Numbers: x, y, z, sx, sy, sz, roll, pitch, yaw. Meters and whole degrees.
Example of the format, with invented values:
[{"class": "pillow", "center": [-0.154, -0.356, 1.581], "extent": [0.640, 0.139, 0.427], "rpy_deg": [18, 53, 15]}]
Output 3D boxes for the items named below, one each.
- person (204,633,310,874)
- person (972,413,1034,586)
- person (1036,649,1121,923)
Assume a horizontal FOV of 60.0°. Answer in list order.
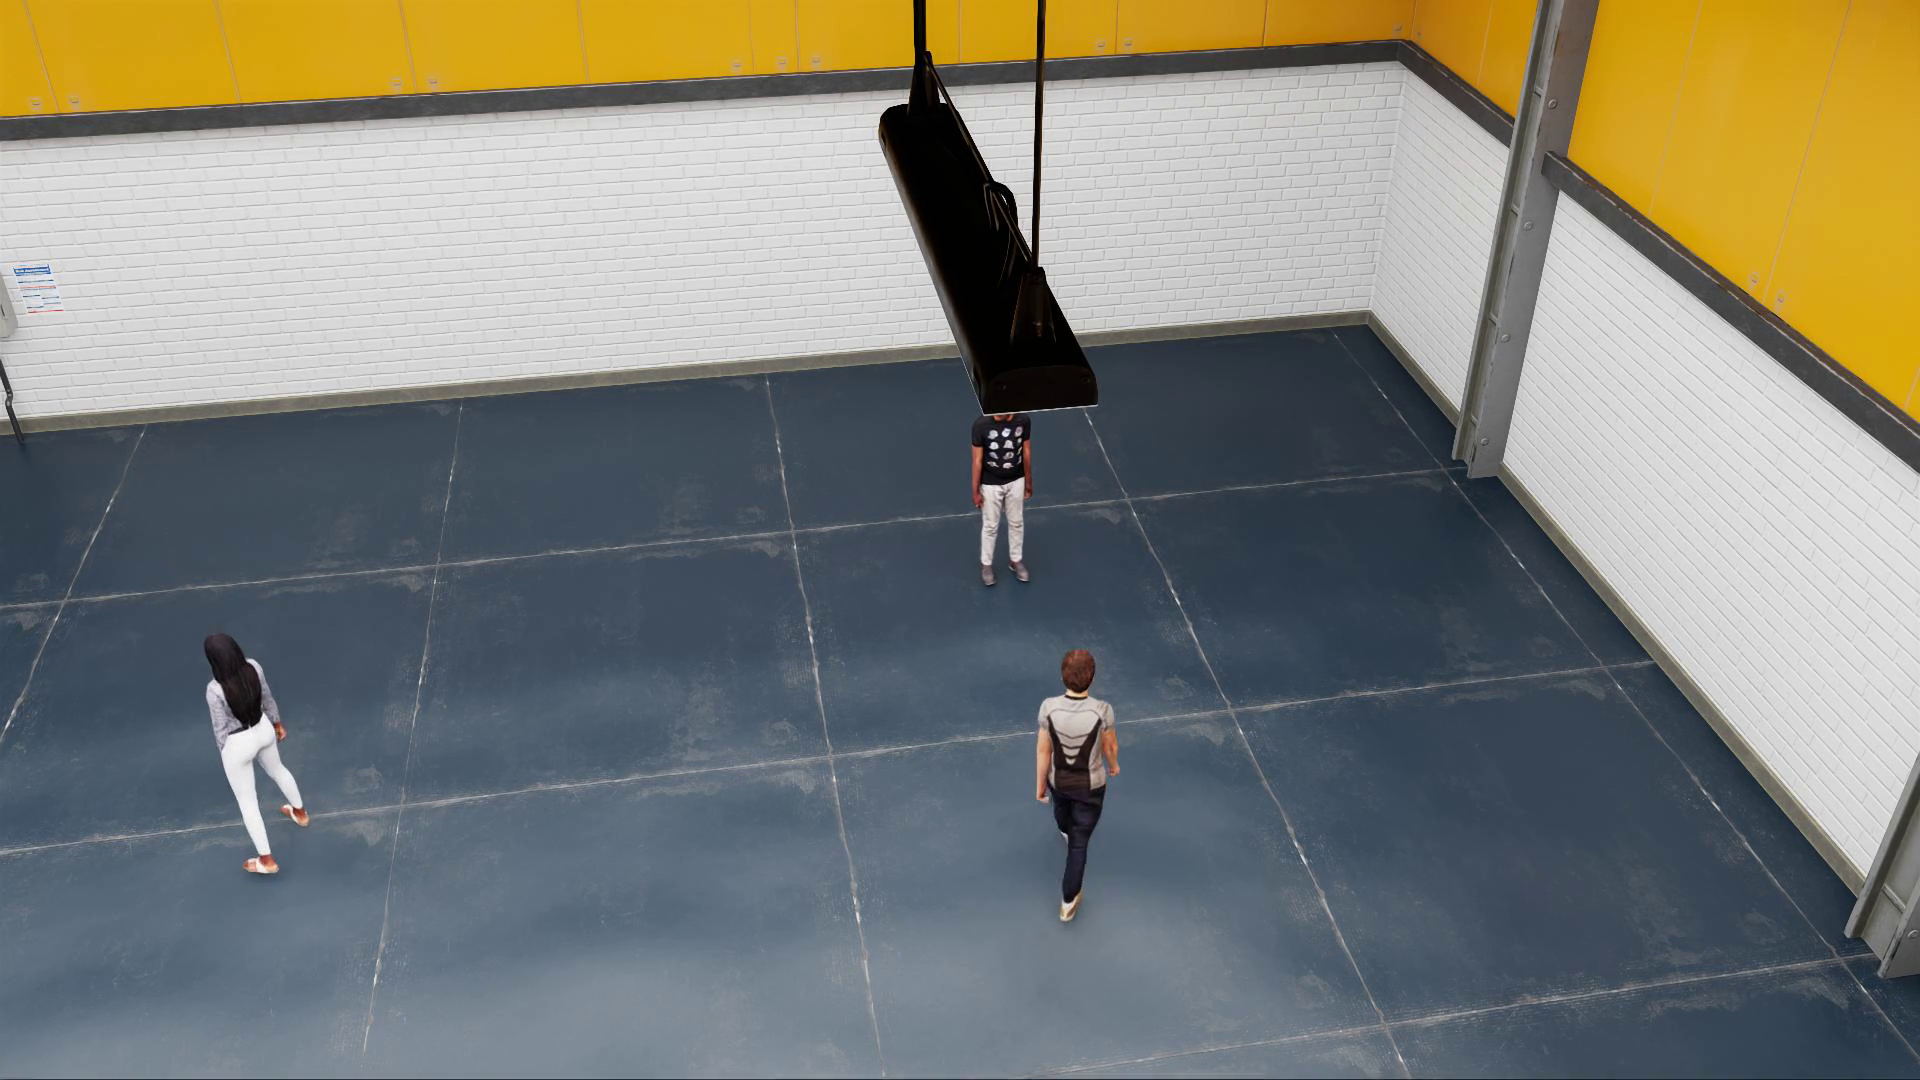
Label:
[{"class": "person", "center": [-4.597, 1.307, 10.816], "extent": [0.956, 1.713, 0.850], "rpy_deg": [15, 36, 21]}, {"class": "person", "center": [0.337, -0.476, 13.419], "extent": [0.679, 1.801, 0.635], "rpy_deg": [-9, 35, -13]}, {"class": "person", "center": [0.715, 1.558, 10.325], "extent": [0.988, 1.838, 1.282], "rpy_deg": [8, 34, 12]}]
